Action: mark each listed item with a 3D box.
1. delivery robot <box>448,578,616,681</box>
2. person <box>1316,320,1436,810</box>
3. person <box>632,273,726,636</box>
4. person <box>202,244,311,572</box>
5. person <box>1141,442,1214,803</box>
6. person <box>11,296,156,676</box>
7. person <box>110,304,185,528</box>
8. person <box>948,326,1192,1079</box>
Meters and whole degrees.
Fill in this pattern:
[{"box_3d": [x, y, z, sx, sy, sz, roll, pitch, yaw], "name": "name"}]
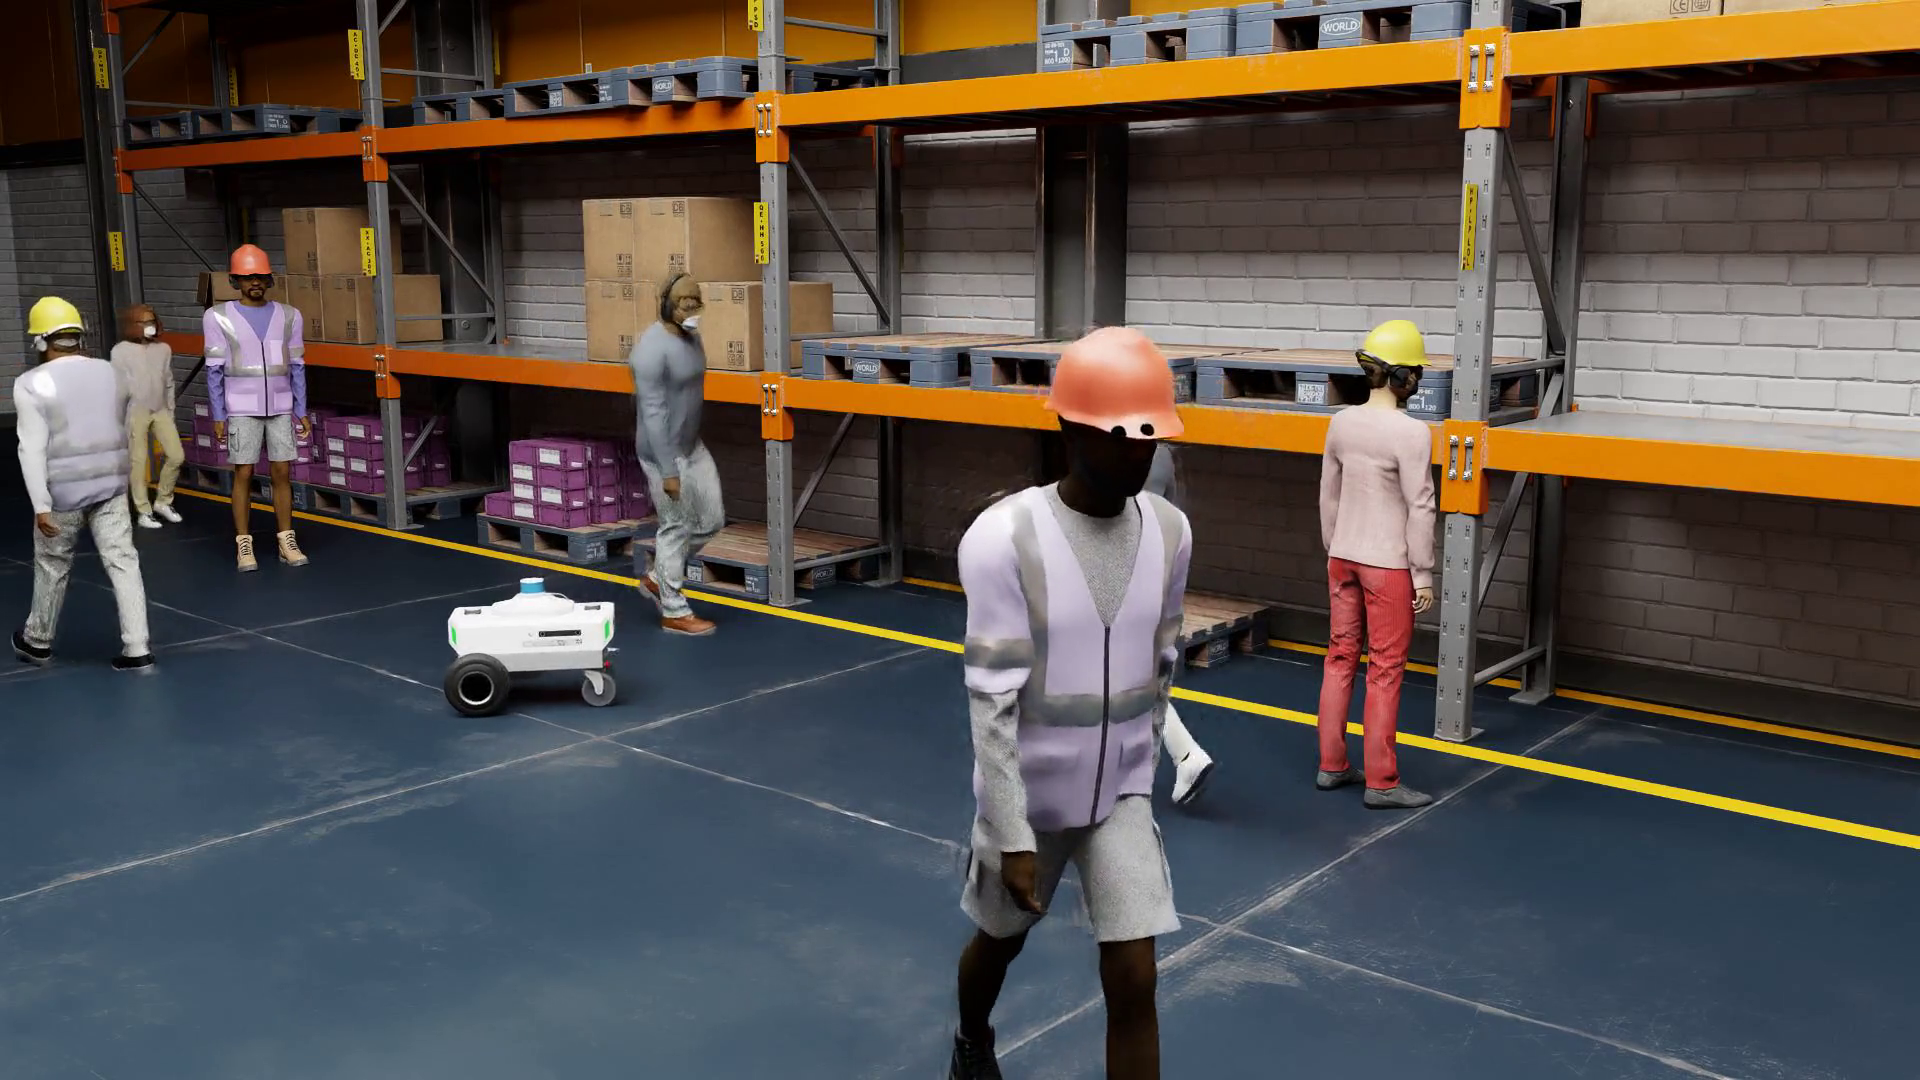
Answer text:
[{"box_3d": [-1.893, 0.412, 7.397, 0.707, 0.478, 0.477, -2, 10, -10], "name": "delivery robot"}, {"box_3d": [1.534, 0.088, 6.062, 0.326, 1.767, 0.533, -5, 11, -28], "name": "person"}, {"box_3d": [-1.470, -0.415, 8.557, 0.482, 1.899, 0.680, 3, 10, 16], "name": "person"}, {"box_3d": [-4.401, -0.826, 10.478, 0.607, 2.044, 0.379, -8, 13, -39], "name": "person"}, {"box_3d": [0.614, 0.205, 5.822, 0.429, 1.621, 0.505, 7, 12, 35], "name": "person"}, {"box_3d": [-4.235, -0.252, 7.926, 0.918, 1.788, 0.610, 6, 12, 32], "name": "person"}, {"box_3d": [-5.859, -0.883, 12.002, 0.372, 1.622, 0.506, 6, 12, 31], "name": "person"}, {"box_3d": [0.210, 0.490, 3.471, 0.537, 1.887, 0.954, -4, 11, -23], "name": "person"}]
